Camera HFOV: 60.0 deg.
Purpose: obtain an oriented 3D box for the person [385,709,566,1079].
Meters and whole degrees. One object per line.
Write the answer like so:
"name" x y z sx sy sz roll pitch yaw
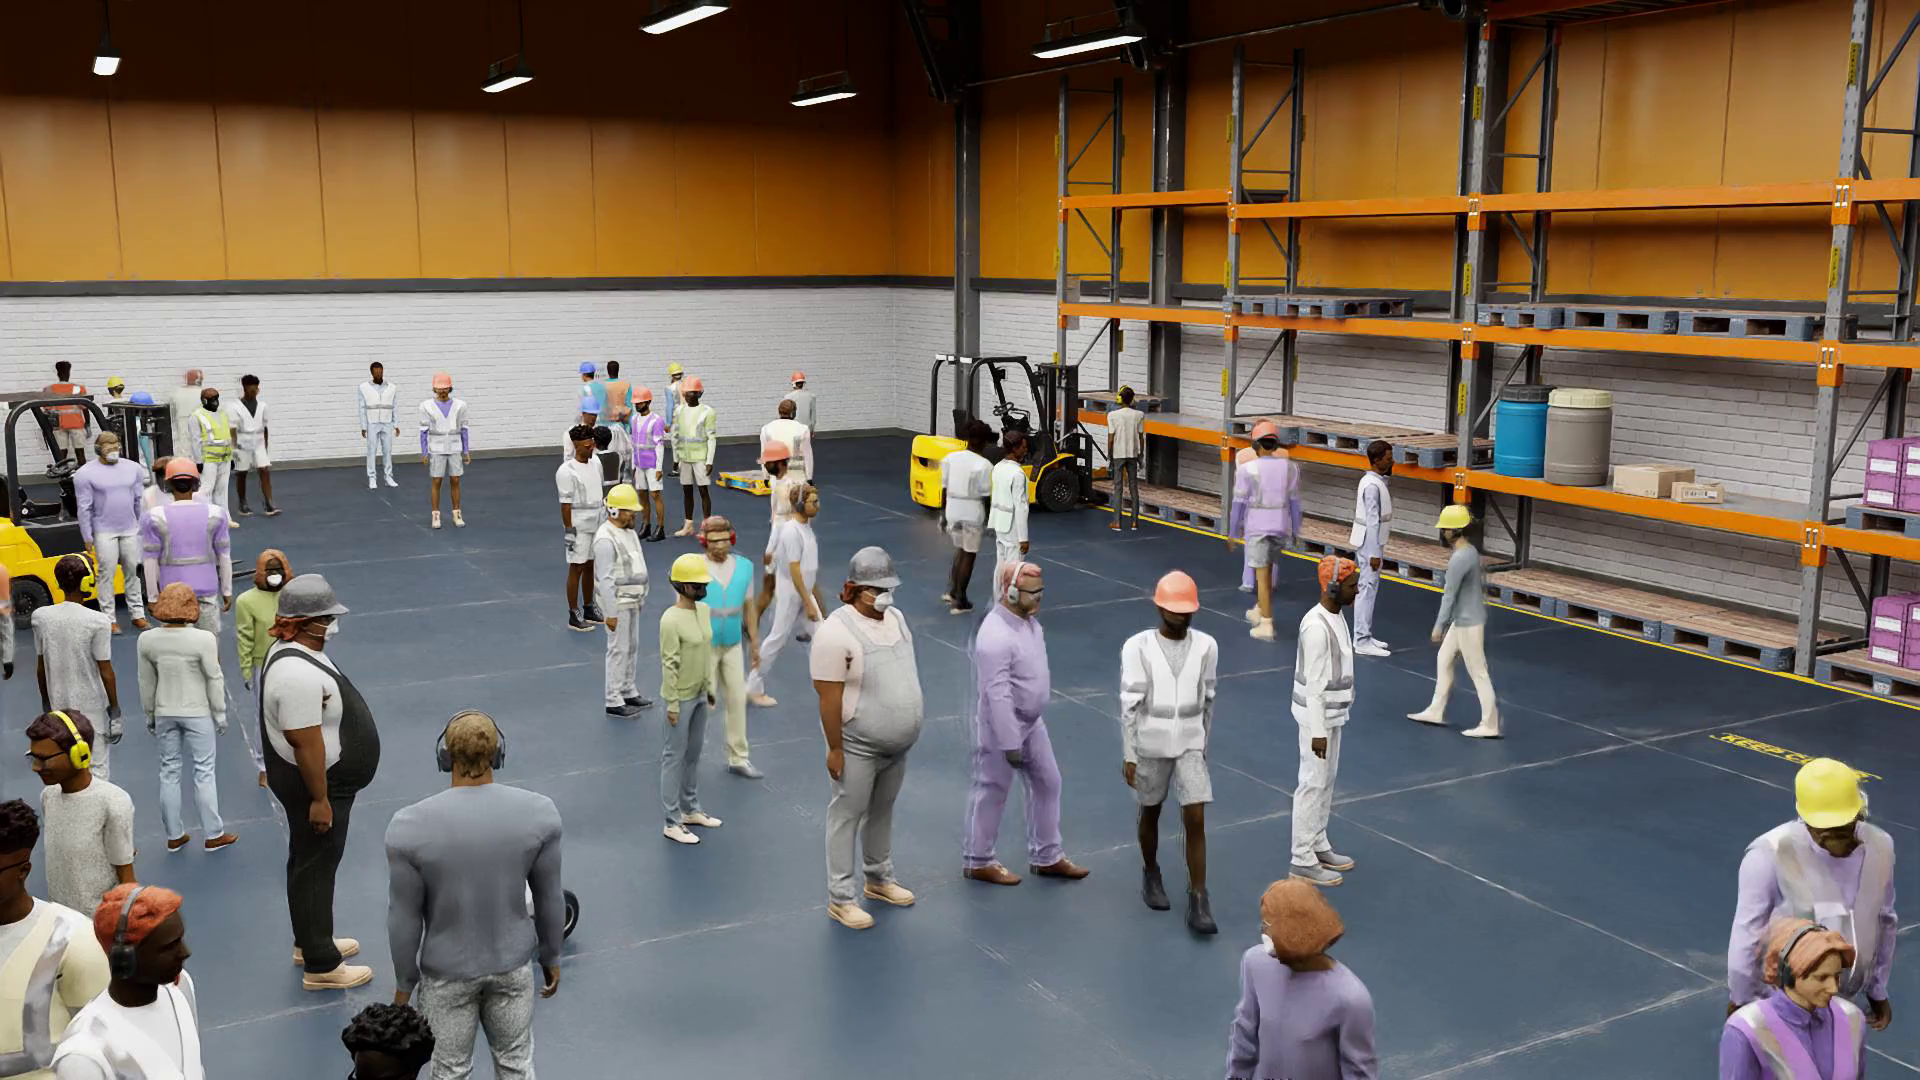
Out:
"person" -1.771 1.573 6.144 0.635 1.929 0.381 -5 11 -28

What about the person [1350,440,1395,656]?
"person" 3.681 0.061 14.862 0.392 1.920 0.588 2 10 12

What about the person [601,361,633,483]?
"person" -5.321 -1.801 25.616 0.587 1.911 0.398 1 10 5

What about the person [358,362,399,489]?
"person" -8.833 -1.750 25.297 0.589 1.917 0.393 -8 12 -38

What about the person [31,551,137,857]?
"person" -5.106 0.995 9.664 0.510 1.861 0.324 1 10 8

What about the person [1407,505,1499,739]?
"person" 3.650 0.601 12.293 0.795 1.727 0.532 4 11 24

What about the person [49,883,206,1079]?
"person" -2.256 1.859 4.634 0.350 1.879 0.577 0 10 2

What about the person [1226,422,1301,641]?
"person" 2.824 -0.104 15.609 0.705 1.982 0.973 -3 10 -16

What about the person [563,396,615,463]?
"person" -4.235 -0.679 19.083 0.609 1.942 0.408 -5 11 -27

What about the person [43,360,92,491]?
"person" -13.374 -1.714 24.951 0.613 1.961 0.368 -3 10 -17

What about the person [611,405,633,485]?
"person" -4.339 -0.916 21.319 0.405 1.617 0.534 1 10 3

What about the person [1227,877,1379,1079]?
"person" 1.105 1.860 5.353 0.336 1.620 0.551 -9 13 -42

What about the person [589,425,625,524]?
"person" -3.890 -0.415 18.270 0.321 1.690 0.529 8 13 39

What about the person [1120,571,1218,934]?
"person" 1.131 1.122 8.792 0.556 1.902 0.891 -1 10 -6

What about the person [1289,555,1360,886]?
"person" 2.075 1.017 9.487 0.345 1.879 0.580 5 11 25

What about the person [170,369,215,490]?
"person" -11.340 -1.602 24.633 0.643 1.856 0.991 0 10 0

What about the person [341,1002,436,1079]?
"person" -1.440 2.001 4.331 0.541 1.695 0.316 0 10 0

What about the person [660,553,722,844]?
"person" -1.646 0.951 10.179 0.330 1.769 0.526 3 10 19

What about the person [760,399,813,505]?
"person" -2.043 -0.760 19.809 0.636 1.842 0.429 2 10 12

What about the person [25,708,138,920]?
"person" -3.375 1.556 6.450 0.524 1.857 0.341 5 11 27

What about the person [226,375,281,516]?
"person" -9.537 -1.257 22.437 0.952 1.917 0.625 9 13 41

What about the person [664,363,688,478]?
"person" -4.469 -1.889 26.346 0.404 1.829 0.591 6 12 32

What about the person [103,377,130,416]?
"person" -12.277 -1.502 24.302 0.314 1.768 0.526 3 10 19

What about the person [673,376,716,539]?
"person" -3.327 -1.028 20.764 0.608 2.048 0.365 5 11 25

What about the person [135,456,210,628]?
"person" -6.848 0.175 14.466 0.641 1.824 0.487 3 10 14

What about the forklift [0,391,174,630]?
"forklift" -9.026 -0.363 16.508 1.214 2.155 2.313 6 11 29

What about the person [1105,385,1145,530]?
"person" 2.125 -1.056 21.429 0.530 1.872 0.323 -2 10 -11

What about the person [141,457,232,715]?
"person" -5.908 0.375 12.740 0.613 2.033 0.411 -6 12 -33

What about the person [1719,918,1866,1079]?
"person" 2.478 1.915 5.056 0.527 1.617 0.679 -3 10 -17

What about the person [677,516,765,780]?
"person" -1.660 0.724 11.312 0.623 1.823 0.560 -8 13 -38

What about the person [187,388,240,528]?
"person" -9.595 -1.038 21.416 0.429 1.844 0.627 4 11 20

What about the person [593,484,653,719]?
"person" -2.601 0.467 12.818 0.403 1.818 0.604 1 10 8

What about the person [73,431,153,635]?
"person" -7.928 -0.070 15.605 0.383 1.929 0.635 8 13 38

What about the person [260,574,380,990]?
"person" -3.130 1.160 8.184 0.537 2.000 0.689 -5 11 -26

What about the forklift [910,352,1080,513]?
"forklift" 0.460 -1.461 22.833 2.313 2.155 1.214 -5 11 -28

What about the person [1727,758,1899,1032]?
"person" 3.143 1.650 6.119 0.637 1.781 0.694 -3 10 -15

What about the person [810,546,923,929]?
"person" -0.451 1.032 8.920 0.535 2.000 0.684 7 12 35

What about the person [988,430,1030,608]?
"person" 0.478 -0.079 15.669 0.392 1.919 0.590 -4 11 -23

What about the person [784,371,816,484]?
"person" -2.475 -1.714 25.557 0.568 1.751 0.329 -7 12 -36

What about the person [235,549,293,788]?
"person" -4.564 0.853 11.161 0.500 1.623 0.306 -6 11 -29

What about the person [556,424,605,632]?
"person" -3.570 -0.128 15.811 0.361 1.965 0.613 4 10 20

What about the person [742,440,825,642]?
"person" -1.669 0.029 15.160 0.991 1.876 0.547 -1 10 -8

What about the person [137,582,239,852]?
"person" -4.630 1.058 9.941 0.499 1.634 0.285 1 10 5

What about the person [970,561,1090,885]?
"person" 0.404 1.048 9.300 0.804 1.875 0.663 4 11 22

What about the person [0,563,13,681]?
"person" -6.638 0.722 11.127 0.596 1.904 0.677 -3 10 -16

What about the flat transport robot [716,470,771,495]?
"flat transport robot" -3.057 -0.878 25.010 0.652 0.197 1.431 -7 12 -35

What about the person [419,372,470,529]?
"person" -6.657 -1.159 21.537 0.614 2.039 0.387 -5 11 -27

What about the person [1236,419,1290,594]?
"person" 3.152 -0.343 17.394 0.566 1.846 0.389 -1 10 -5

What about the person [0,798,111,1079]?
"person" -2.868 1.736 5.083 0.607 1.967 0.367 1 10 7

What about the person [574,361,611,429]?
"person" -5.644 -1.738 25.169 0.786 1.923 0.622 5 11 25

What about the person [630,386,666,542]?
"person" -3.892 -0.940 20.602 0.544 1.930 0.389 7 12 36

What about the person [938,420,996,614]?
"person" 0.088 -0.227 16.462 0.644 1.936 0.431 8 13 38

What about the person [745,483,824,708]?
"person" -1.281 0.449 12.989 0.973 1.802 0.506 3 10 14
